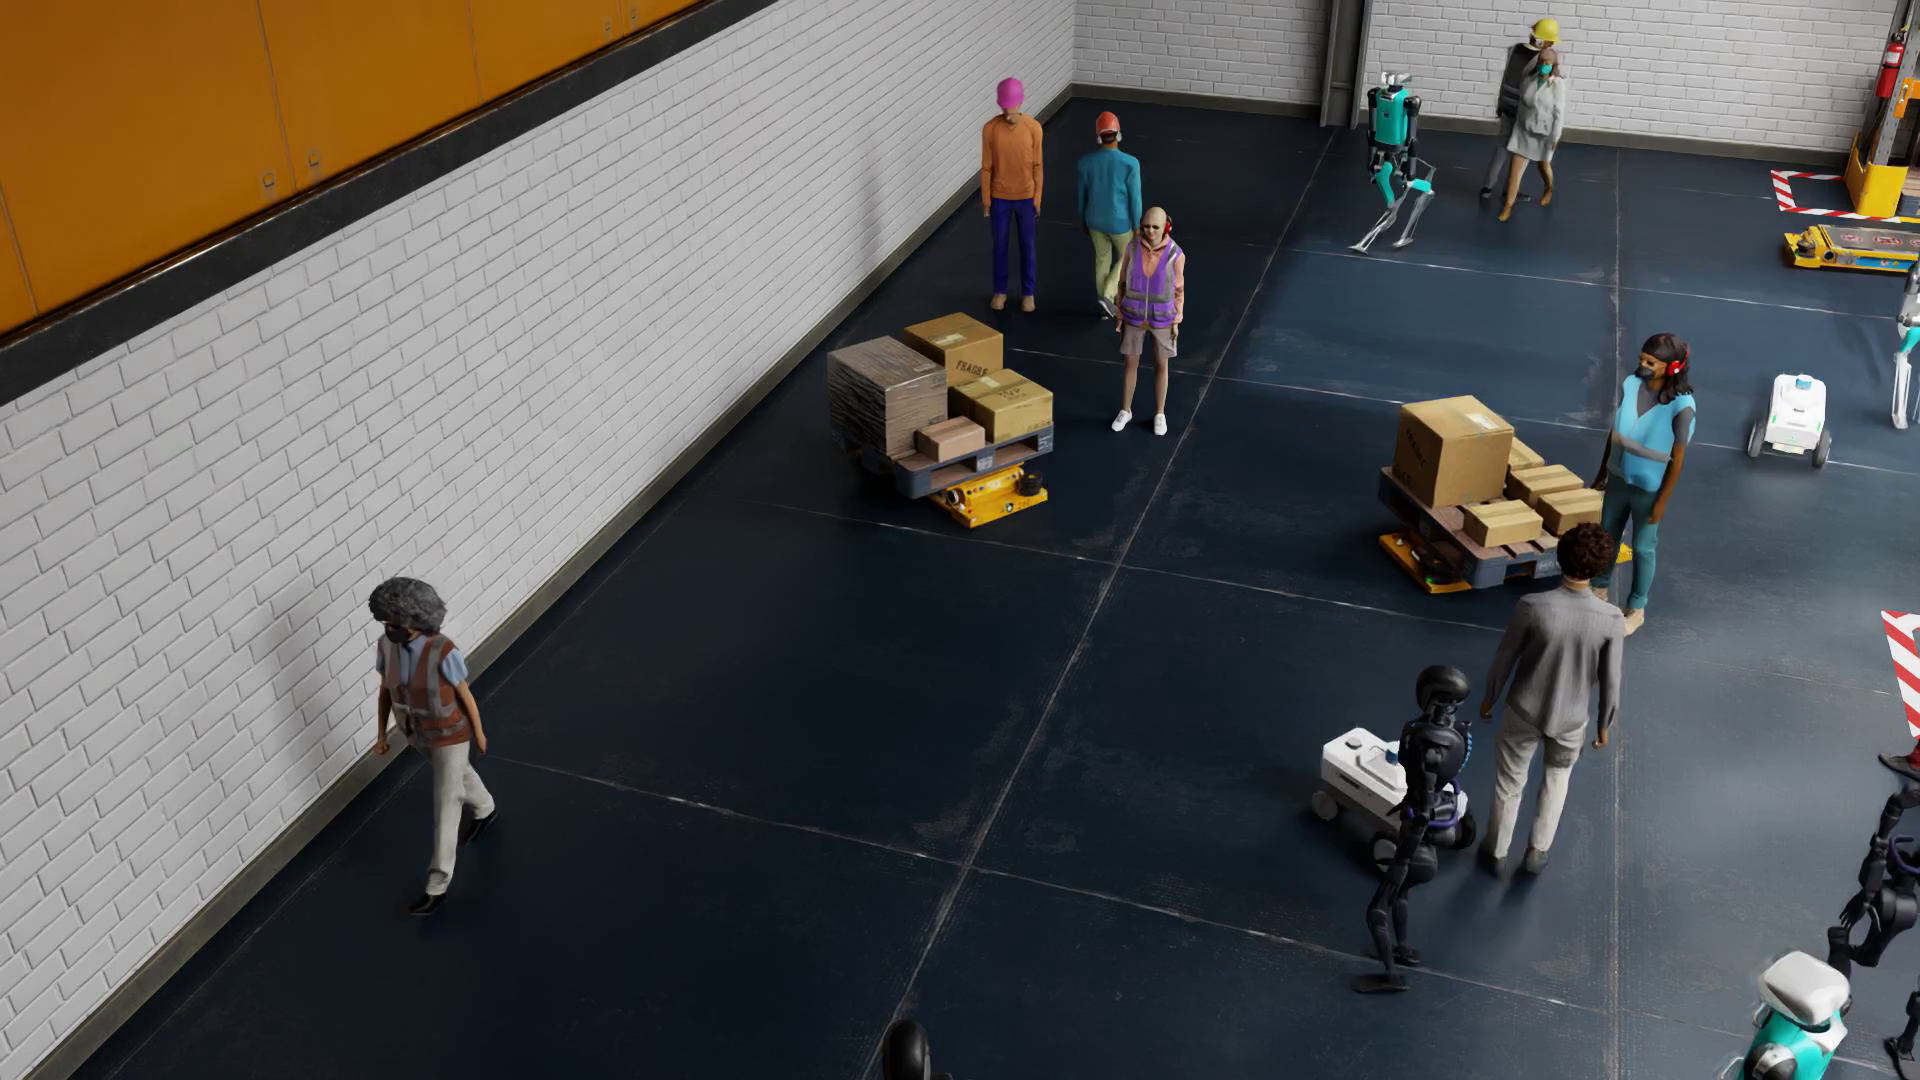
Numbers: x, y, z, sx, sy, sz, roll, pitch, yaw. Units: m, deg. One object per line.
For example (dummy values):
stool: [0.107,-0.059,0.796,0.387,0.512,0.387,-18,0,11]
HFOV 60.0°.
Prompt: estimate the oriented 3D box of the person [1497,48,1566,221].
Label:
person: [5.564,-3.921,15.960,0.495,1.626,0.831,22,37,32]

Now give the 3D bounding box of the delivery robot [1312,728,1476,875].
delivery robot: [2.123,1.250,8.186,0.499,0.565,0.745,-21,36,-31]

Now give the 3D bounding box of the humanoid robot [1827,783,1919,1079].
humanoid robot: [3.993,1.407,6.874,0.609,1.633,0.714,5,31,8]

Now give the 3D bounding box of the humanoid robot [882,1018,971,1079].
humanoid robot: [-0.146,2.204,5.523,0.588,1.627,0.741,-6,31,-10]

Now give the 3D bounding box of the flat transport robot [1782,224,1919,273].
flat transport robot: [8.291,-2.612,15.069,1.431,0.231,0.659,7,31,13]

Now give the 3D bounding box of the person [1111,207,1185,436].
person: [1.350,-1.563,11.878,0.481,1.694,0.346,8,31,13]

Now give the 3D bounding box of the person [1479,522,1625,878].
person: [2.720,0.788,7.694,0.584,1.881,0.444,8,31,13]

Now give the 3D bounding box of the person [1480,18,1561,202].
person: [5.458,-4.211,16.290,0.529,1.790,0.620,-10,32,-16]

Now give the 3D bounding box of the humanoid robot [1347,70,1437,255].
humanoid robot: [3.939,-3.362,14.892,1.009,1.729,0.548,-22,37,-32]

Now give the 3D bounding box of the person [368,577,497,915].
person: [-2.479,0.899,7.735,0.477,1.638,0.871,11,32,18]

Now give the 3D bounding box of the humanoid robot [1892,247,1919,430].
humanoid robot: [7.011,-1.598,11.963,0.532,1.872,0.675,13,33,21]

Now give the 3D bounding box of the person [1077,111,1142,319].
person: [1.222,-2.628,13.648,0.585,1.728,0.439,17,34,26]

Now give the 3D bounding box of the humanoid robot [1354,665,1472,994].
humanoid robot: [1.954,1.228,7.138,0.333,1.650,0.590,9,32,14]

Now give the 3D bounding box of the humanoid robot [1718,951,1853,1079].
humanoid robot: [2.514,2.036,5.714,0.542,1.794,0.743,-25,39,-36]

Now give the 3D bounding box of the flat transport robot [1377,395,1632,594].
flat transport robot: [3.472,0.011,10.607,1.431,0.231,0.659,-9,32,-14]

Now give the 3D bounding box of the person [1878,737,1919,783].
person: [5.100,0.438,8.403,0.531,1.767,0.309,-13,33,-20]

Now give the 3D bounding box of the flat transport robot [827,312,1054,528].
flat transport robot: [-0.093,-0.527,11.521,0.659,0.231,1.431,-20,36,-31]

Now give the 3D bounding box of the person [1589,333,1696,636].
person: [3.923,-0.332,9.622,0.371,1.862,0.514,-17,34,-26]

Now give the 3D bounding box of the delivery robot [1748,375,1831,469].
delivery robot: [5.939,-0.878,11.834,0.499,0.592,0.774,13,33,21]

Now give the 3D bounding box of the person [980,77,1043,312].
person: [0.428,-2.865,13.825,0.521,1.972,0.405,3,31,5]
